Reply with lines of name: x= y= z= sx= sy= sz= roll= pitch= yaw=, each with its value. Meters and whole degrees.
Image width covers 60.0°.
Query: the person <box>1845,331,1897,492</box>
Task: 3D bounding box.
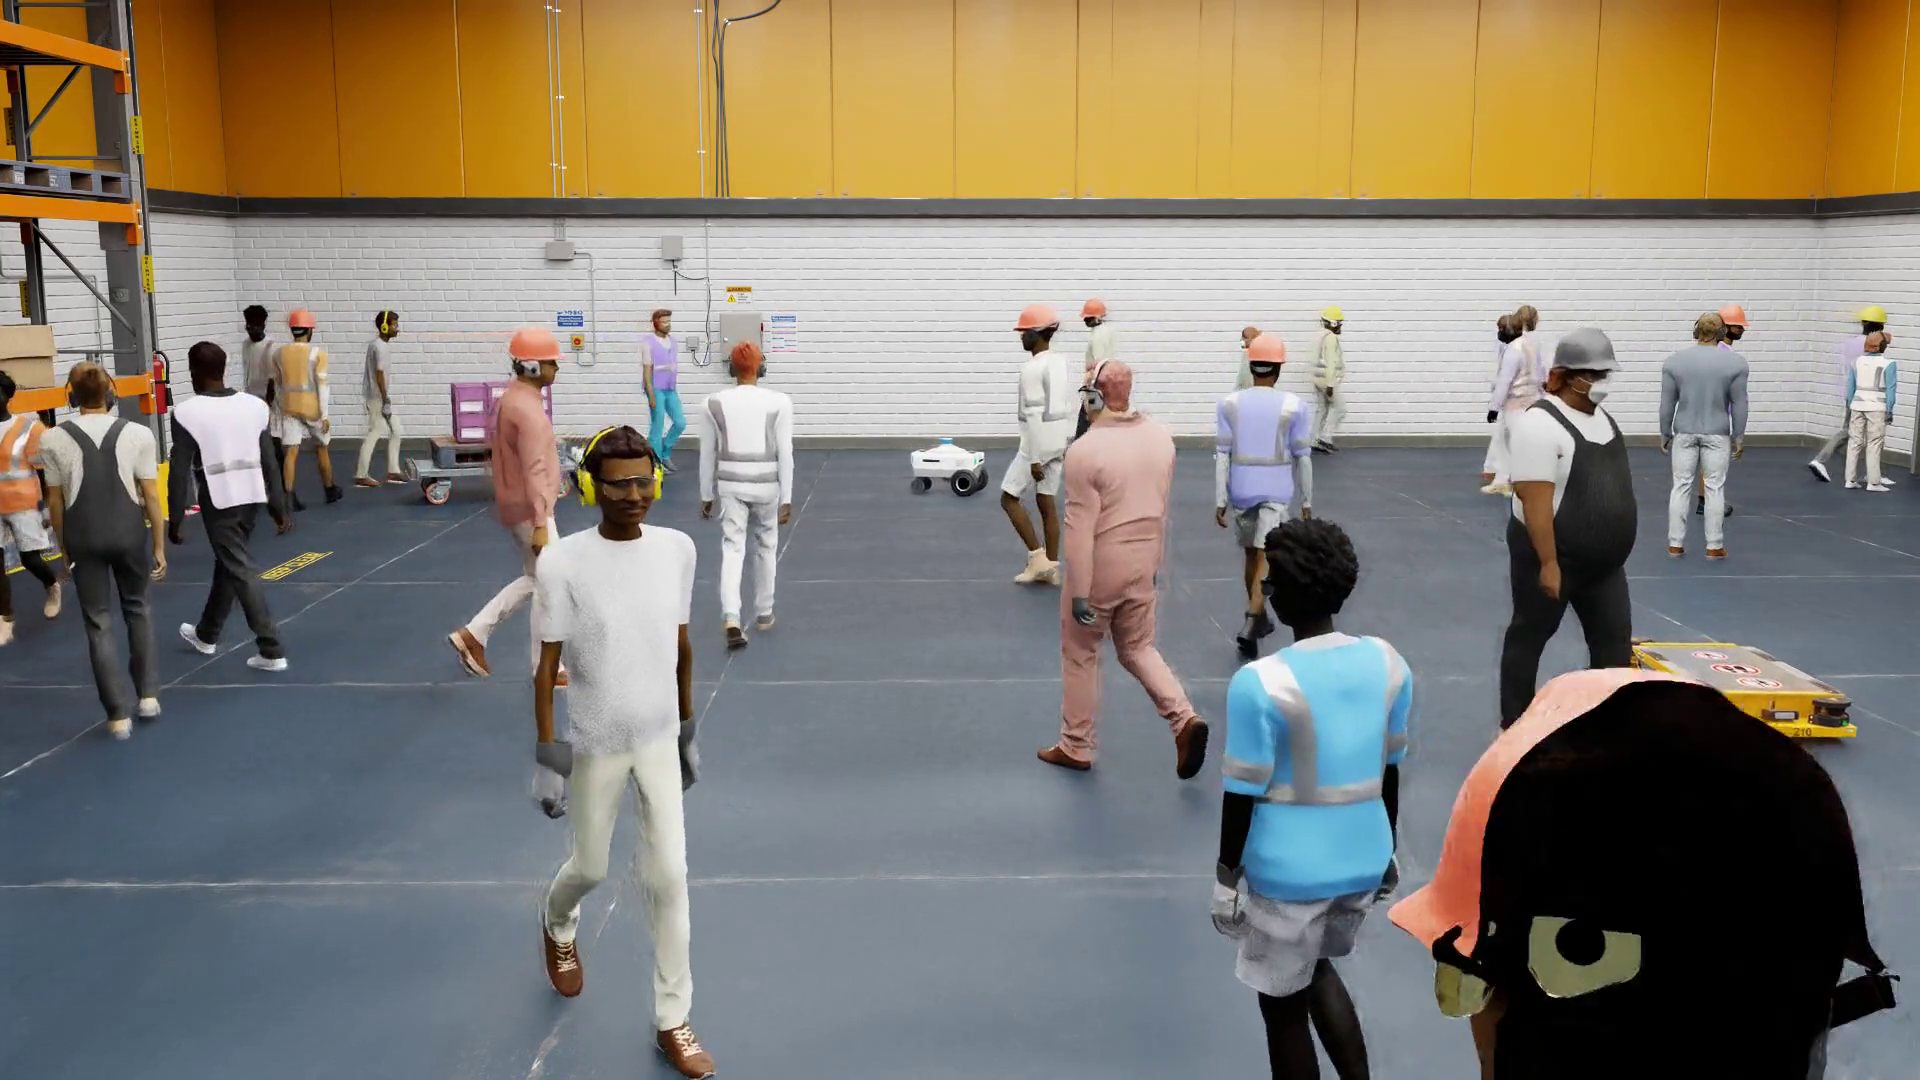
person: x=9.285 y=-1.311 z=16.971 sx=0.315 sy=1.640 sz=0.514 roll=-4 pitch=10 yaw=-23

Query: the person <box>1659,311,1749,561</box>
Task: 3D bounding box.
person: x=5.781 y=-0.806 z=12.963 sx=0.635 sy=1.937 sz=0.353 roll=6 pitch=11 yaw=32

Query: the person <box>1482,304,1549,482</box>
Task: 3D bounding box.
person: x=6.042 y=-1.543 z=17.704 sx=1.031 sy=1.868 sz=0.637 roll=-1 pitch=9 yaw=-6

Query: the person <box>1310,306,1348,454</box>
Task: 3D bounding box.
person: x=4.508 y=-1.937 z=20.280 sx=0.475 sy=1.810 sz=0.619 roll=0 pitch=9 yaw=-2

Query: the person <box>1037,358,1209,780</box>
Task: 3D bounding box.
person: x=0.713 y=0.140 z=7.339 sx=0.646 sy=1.882 sz=0.789 roll=-7 pitch=12 yaw=-37

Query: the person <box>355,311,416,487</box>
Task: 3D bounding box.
person: x=-5.990 y=-1.462 z=17.309 sx=0.740 sy=1.827 sz=0.532 roll=-3 pitch=10 yaw=-16

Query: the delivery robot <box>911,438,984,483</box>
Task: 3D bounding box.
delivery robot: x=-0.128 y=-0.784 z=16.774 sx=0.707 sy=0.478 sz=0.477 roll=2 pitch=9 yaw=15

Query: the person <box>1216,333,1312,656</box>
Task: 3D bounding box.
person: x=1.789 y=-0.281 z=9.889 sx=0.558 sy=1.900 sz=0.966 roll=4 pitch=10 yaw=23

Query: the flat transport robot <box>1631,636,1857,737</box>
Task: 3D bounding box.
flat transport robot: x=3.954 y=0.740 z=8.589 sx=0.652 sy=0.197 sz=1.431 roll=0 pitch=9 yaw=2

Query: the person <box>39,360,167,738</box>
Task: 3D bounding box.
person: x=-4.193 y=0.034 z=8.167 sx=0.502 sy=1.821 sz=0.639 roll=-5 pitch=11 yaw=-30

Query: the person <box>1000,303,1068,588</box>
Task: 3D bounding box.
person: x=0.543 y=-0.653 z=11.766 sx=0.456 sy=2.026 sz=0.617 roll=6 pitch=11 yaw=32

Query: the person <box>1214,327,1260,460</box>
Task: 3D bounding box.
person: x=3.268 y=-1.643 z=19.146 sx=0.825 sy=1.596 sz=0.522 roll=-2 pitch=9 yaw=-12

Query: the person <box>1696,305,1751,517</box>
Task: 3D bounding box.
person: x=7.028 y=-1.188 z=15.313 sx=0.367 sy=1.935 sz=0.552 roll=5 pitch=11 yaw=29

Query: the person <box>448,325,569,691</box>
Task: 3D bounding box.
person: x=-2.358 y=-0.151 z=8.842 sx=0.623 sy=1.972 sz=0.633 roll=-4 pitch=10 yaw=-25

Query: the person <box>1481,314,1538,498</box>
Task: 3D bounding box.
person: x=5.428 y=-1.319 z=16.486 sx=0.684 sy=1.811 sz=0.664 roll=5 pitch=10 yaw=27

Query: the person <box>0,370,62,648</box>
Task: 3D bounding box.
person: x=-5.787 y=-0.216 z=10.156 sx=0.540 sy=1.676 sz=0.634 roll=-1 pitch=9 yaw=-8

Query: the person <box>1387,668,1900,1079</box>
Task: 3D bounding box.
person: x=0.392 y=1.075 z=1.196 sx=0.651 sy=2.006 sz=0.933 roll=-4 pitch=10 yaw=-22

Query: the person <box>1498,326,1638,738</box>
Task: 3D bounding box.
person: x=2.836 y=0.037 z=7.488 sx=0.695 sy=2.000 sz=0.897 roll=-6 pitch=11 yaw=-35

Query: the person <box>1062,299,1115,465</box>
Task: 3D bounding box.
person: x=1.599 y=-1.761 z=18.849 sx=1.035 sy=1.933 sz=0.701 roll=5 pitch=10 yaw=26

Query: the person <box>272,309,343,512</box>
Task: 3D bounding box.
person: x=-6.202 y=-1.231 z=15.744 sx=0.565 sy=1.883 sz=0.984 roll=1 pitch=9 yaw=4

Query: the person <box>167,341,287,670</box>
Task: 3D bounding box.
person: x=-4.222 y=-0.198 z=9.505 sx=1.015 sy=1.852 sz=0.614 roll=5 pitch=10 yaw=28

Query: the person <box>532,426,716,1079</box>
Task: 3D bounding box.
person: x=-1.015 y=0.568 z=4.869 sx=0.528 sy=1.842 sz=0.876 roll=-6 pitch=11 yaw=-34

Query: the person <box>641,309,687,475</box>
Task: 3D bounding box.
person: x=-3.272 y=-1.619 z=18.283 sx=0.452 sy=1.825 sz=0.598 roll=5 pitch=10 yaw=27

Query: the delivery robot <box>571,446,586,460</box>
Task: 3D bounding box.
delivery robot: x=-3.662 y=-0.863 z=17.258 sx=0.707 sy=0.478 sz=0.477 roll=-3 pitch=10 yaw=-16

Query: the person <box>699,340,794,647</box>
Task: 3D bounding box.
person: x=-1.308 y=-0.293 z=10.140 sx=0.585 sy=1.846 sz=0.960 roll=0 pitch=9 yaw=-1

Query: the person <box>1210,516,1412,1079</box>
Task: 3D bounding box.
person: x=0.826 y=0.778 z=4.000 sx=0.549 sy=1.681 sz=0.367 roll=-6 pitch=11 yaw=-32

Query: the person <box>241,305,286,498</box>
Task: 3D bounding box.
person: x=-6.866 y=-1.335 z=16.266 sx=0.641 sy=1.918 sz=0.658 roll=6 pitch=11 yaw=31

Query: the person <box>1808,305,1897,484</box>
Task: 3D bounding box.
person: x=9.457 y=-1.509 z=17.508 sx=0.901 sy=1.905 sz=0.595 roll=-1 pitch=9 yaw=-4
